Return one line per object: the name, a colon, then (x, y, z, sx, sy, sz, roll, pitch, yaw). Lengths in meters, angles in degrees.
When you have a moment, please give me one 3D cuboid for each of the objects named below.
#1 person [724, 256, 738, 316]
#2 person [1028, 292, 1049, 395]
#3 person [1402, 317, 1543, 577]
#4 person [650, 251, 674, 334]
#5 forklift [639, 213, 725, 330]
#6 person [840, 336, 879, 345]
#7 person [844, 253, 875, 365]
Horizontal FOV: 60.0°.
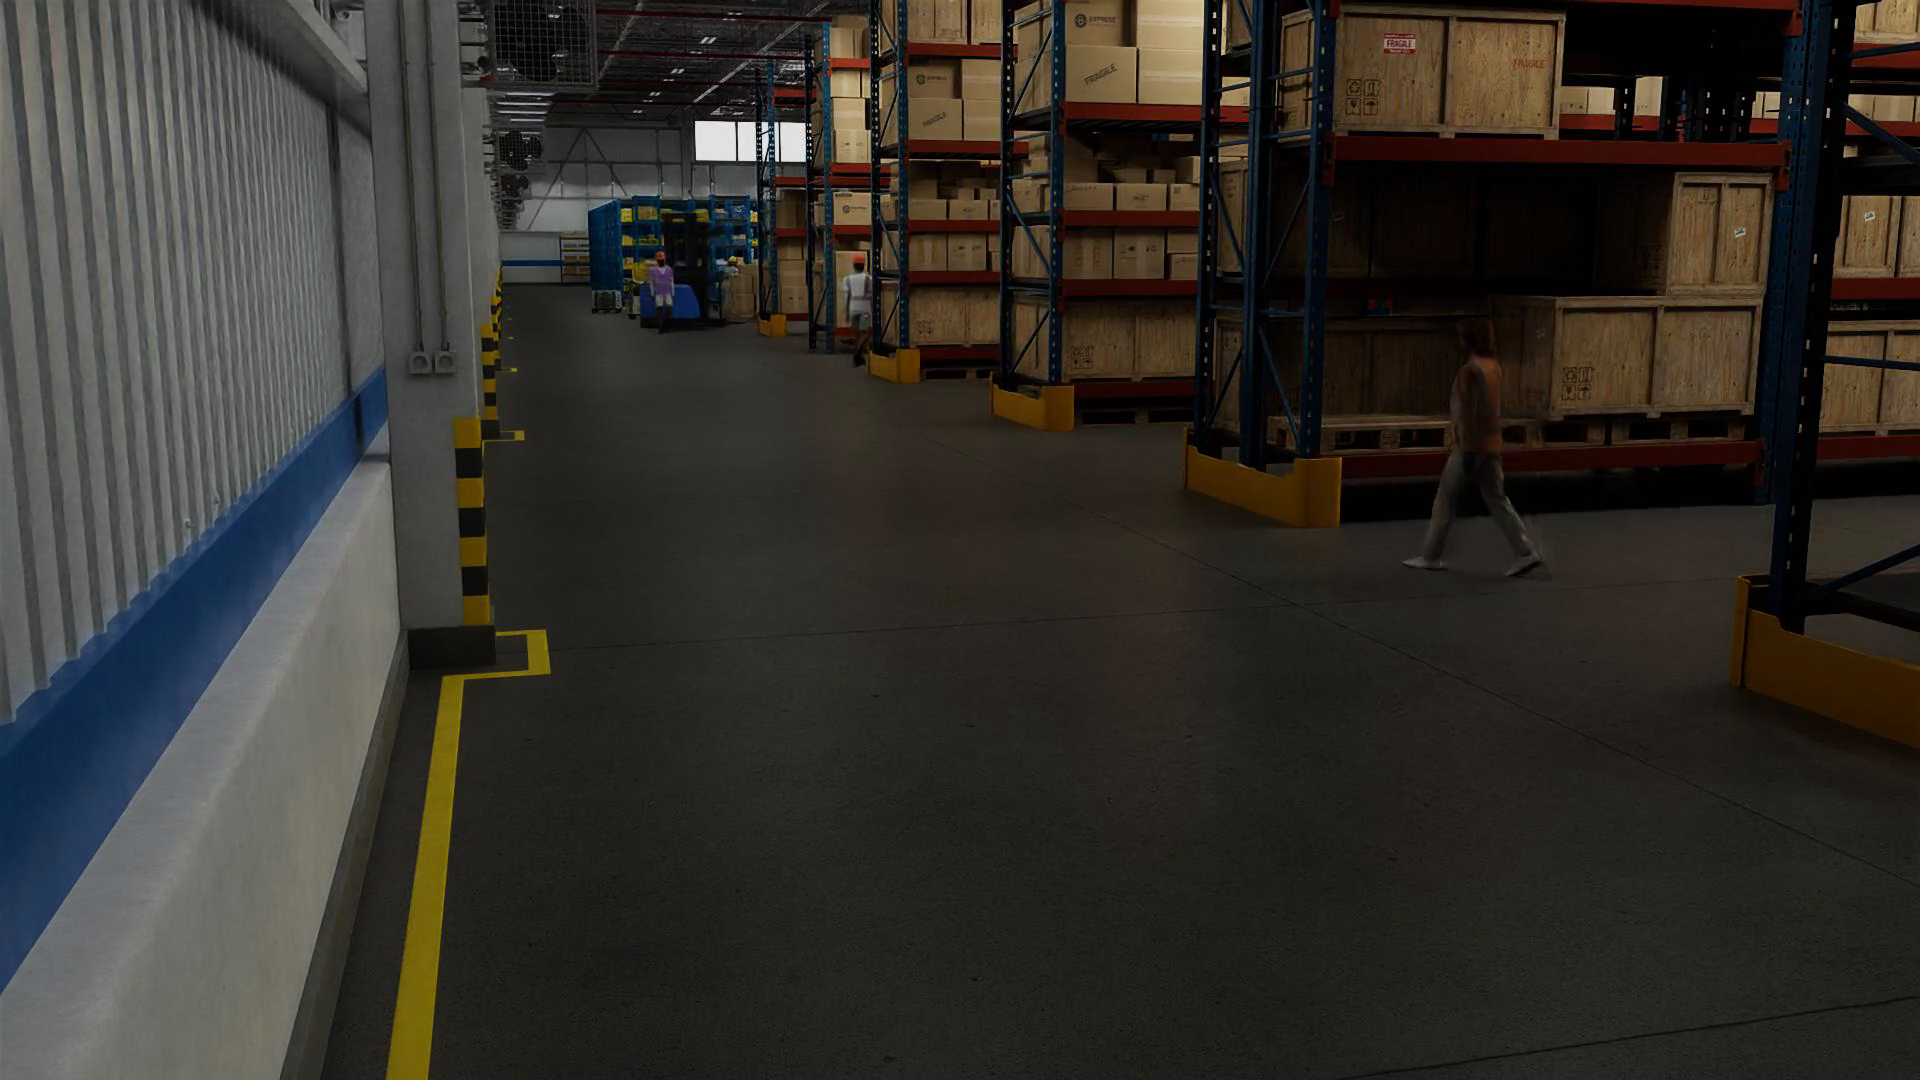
person: (-6.584, -7.323, 48.092, 0.485, 1.735, 0.345, 6, 12, 29)
person: (1.242, -2.729, 22.151, 0.889, 1.709, 0.578, 7, 12, 35)
person: (3.207, -0.570, 10.219, 0.829, 1.602, 0.529, 8, 13, 38)
person: (-6.868, -5.713, 38.464, 0.571, 1.908, 0.732, -4, 11, -21)
forklift: (-6.790, -6.526, 40.329, 1.129, 2.768, 1.873, 7, 12, 36)
person: (-2.006, -4.930, 34.211, 1.012, 1.851, 0.673, -4, 11, -24)
person: (-1.695, -3.888, 28.120, 0.567, 1.918, 0.679, 3, 10, 17)
